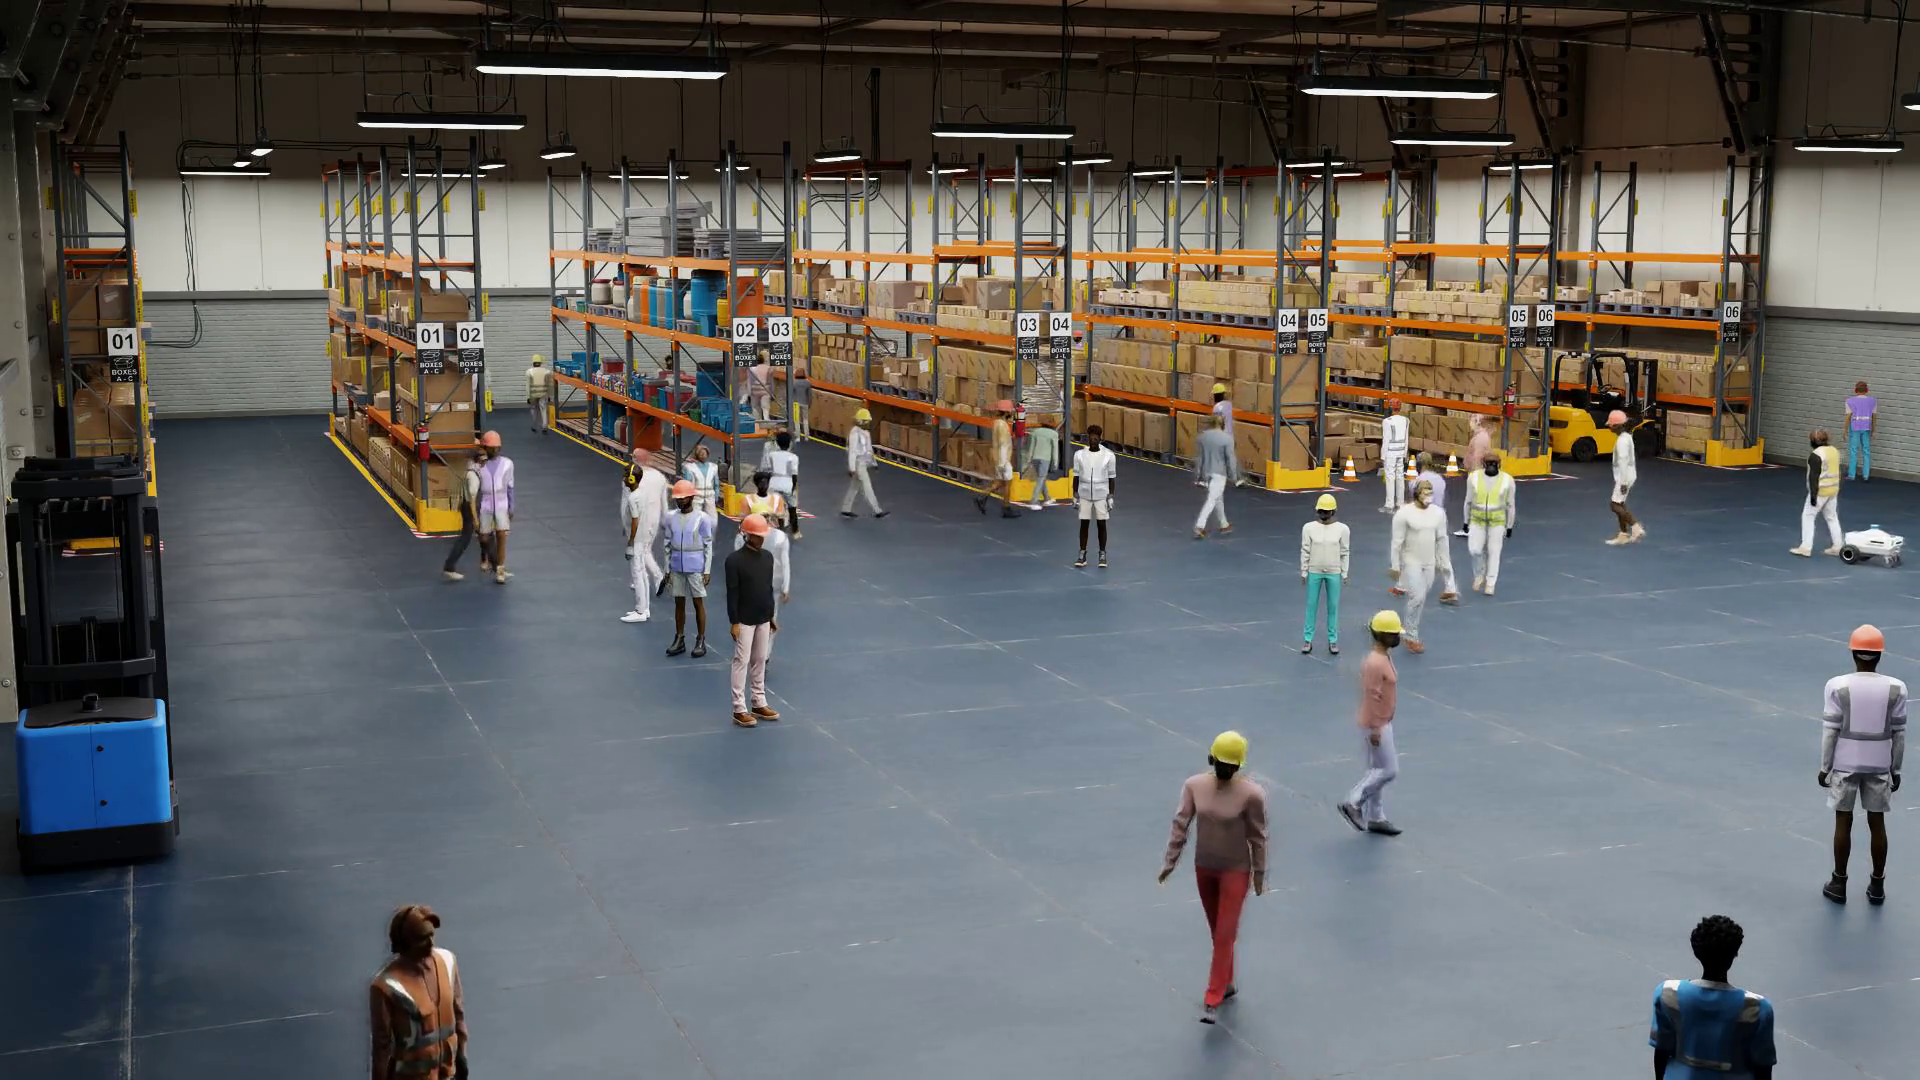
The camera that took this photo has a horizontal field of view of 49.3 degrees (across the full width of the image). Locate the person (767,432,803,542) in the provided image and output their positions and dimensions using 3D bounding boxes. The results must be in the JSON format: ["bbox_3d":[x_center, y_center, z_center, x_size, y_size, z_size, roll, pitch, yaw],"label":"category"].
[{"bbox_3d":[-2.631,-0.761,30.892,0.536,1.656,0.876,3,9,17],"label":"person"}]

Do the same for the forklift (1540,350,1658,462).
[{"bbox_3d":[12.897,-2.725,42.309,2.313,2.155,1.214,-3,9,-21],"label":"forklift"}]

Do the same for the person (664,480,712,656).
[{"bbox_3d":[-2.981,0.302,22.835,0.551,1.935,0.371,3,9,18],"label":"person"}]

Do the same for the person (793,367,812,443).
[{"bbox_3d":[-3.472,-2.928,45.386,0.516,1.631,0.325,-2,9,-16],"label":"person"}]

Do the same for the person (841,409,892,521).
[{"bbox_3d":[-1.509,-1.202,33.356,0.923,1.780,0.610,2,9,15],"label":"person"}]

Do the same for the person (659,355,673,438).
[{"bbox_3d":[-6.481,-3.206,46.550,0.512,1.851,0.705,-5,10,-29],"label":"person"}]

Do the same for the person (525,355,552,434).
[{"bbox_3d":[-9.494,-3.284,47.238,0.602,1.798,0.884,-4,9,-24],"label":"person"}]

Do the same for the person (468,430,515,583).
[{"bbox_3d":[-6.193,-0.465,27.680,0.611,2.017,0.785,-3,9,-20],"label":"person"}]

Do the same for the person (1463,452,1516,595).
[{"bbox_3d":[6.731,-0.217,26.655,0.656,1.828,0.452,3,9,21],"label":"person"}]

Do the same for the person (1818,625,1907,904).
[{"bbox_3d":[6.252,1.547,14.546,0.551,1.933,0.376,1,9,10],"label":"person"}]

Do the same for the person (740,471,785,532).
[{"bbox_3d":[-2.404,-0.013,25.786,0.549,1.669,0.658,-4,9,-26],"label":"person"}]

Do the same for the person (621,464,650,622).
[{"bbox_3d":[-3.865,0.028,24.886,0.328,1.872,0.514,1,9,6],"label":"person"}]

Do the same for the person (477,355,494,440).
[{"bbox_3d":[-10.366,-3.053,45.123,0.519,1.972,0.616,5,10,32],"label":"person"}]

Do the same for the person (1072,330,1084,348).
[{"bbox_3d":[3.117,-4.581,55.403,0.361,1.936,0.545,2,9,10],"label":"person"}]

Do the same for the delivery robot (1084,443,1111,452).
[{"bbox_3d":[2.651,-1.681,40.475,0.477,0.478,0.707,-3,9,-16],"label":"delivery robot"}]

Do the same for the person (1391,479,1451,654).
[{"bbox_3d":[5.083,0.291,22.960,0.632,1.915,0.676,-4,10,-26],"label":"person"}]

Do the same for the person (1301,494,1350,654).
[{"bbox_3d":[4.007,0.366,22.988,0.526,1.765,0.329,1,9,10],"label":"person"}]

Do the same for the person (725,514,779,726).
[{"bbox_3d":[-1.953,0.736,19.762,0.383,1.992,0.609,6,11,36],"label":"person"}]

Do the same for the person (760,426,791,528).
[{"bbox_3d":[-2.895,-0.959,32.366,0.814,1.602,0.516,-8,12,-44],"label":"person"}]

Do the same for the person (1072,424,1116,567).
[{"bbox_3d":[1.838,-0.612,28.833,0.607,1.966,0.367,2,9,12],"label":"person"}]

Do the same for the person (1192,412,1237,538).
[{"bbox_3d":[3.833,-0.988,31.620,1.012,1.895,0.646,-8,11,-42],"label":"person"}]

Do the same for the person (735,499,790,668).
[{"bbox_3d":[-2.094,0.481,22.131,0.605,1.803,0.615,-1,9,-7],"label":"person"}]

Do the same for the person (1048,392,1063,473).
[{"bbox_3d":[1.801,-2.239,40.082,0.576,1.873,0.927,1,9,7],"label":"person"}]

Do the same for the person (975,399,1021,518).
[{"bbox_3d":[0.635,-1.309,33.638,0.651,1.925,0.564,-2,9,-14],"label":"person"}]

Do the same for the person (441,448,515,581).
[{"bbox_3d":[-6.413,-0.336,27.616,0.985,1.784,0.539,1,9,7],"label":"person"}]

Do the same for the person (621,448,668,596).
[{"bbox_3d":[-3.982,-0.235,26.665,0.880,1.876,0.651,8,12,43],"label":"person"}]

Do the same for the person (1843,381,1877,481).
[{"bbox_3d":[16.520,-1.992,38.448,0.565,1.841,0.396,1,9,4],"label":"person"}]

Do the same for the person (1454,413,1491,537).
[{"bbox_3d":[7.835,-0.970,31.484,0.676,1.888,0.665,2,9,16],"label":"person"}]

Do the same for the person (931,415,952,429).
[{"bbox_3d":[-0.392,-3.188,46.394,0.588,1.848,0.880,-4,9,-25],"label":"person"}]

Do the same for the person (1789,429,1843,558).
[{"bbox_3d":[12.199,-0.652,29.654,0.811,1.805,0.480,-6,10,-35],"label":"person"}]

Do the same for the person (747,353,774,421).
[{"bbox_3d":[-4.511,-3.318,47.383,0.627,1.813,0.894,-2,9,-13],"label":"person"}]

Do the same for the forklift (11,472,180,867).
[{"bbox_3d":[-6.630,0.886,15.957,1.129,2.768,1.873,-3,9,-21],"label":"forklift"}]

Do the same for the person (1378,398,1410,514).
[{"bbox_3d":[7.084,-1.379,34.222,0.585,1.882,0.343,-6,11,-36],"label":"person"}]

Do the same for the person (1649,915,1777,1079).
[{"bbox_3d":[3.287,2.471,9.171,0.533,1.697,0.318,5,10,29],"label":"person"}]

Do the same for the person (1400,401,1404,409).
[{"bbox_3d":[10.072,-3.422,48.345,0.483,1.737,0.320,8,11,41],"label":"person"}]

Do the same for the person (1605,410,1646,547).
[{"bbox_3d":[9.662,-0.893,30.546,0.544,2.020,0.651,3,9,19],"label":"person"}]

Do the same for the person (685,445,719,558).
[{"bbox_3d":[-3.608,-0.524,29.372,0.527,1.623,0.383,-4,9,-23],"label":"person"}]

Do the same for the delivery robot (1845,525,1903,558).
[{"bbox_3d":[12.684,0.030,29.068,0.477,0.478,0.707,-8,11,-42],"label":"delivery robot"}]

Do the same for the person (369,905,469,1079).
[{"bbox_3d":[-2.523,2.440,9.655,0.761,1.611,0.523,5,10,29],"label":"person"}]

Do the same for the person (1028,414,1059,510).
[{"bbox_3d":[1.396,-1.307,34.774,0.521,1.565,0.830,7,11,39],"label":"person"}]

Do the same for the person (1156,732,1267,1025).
[{"bbox_3d":[1.482,1.976,12.353,0.550,1.719,0.823,6,10,34],"label":"person"}]

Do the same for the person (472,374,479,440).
[{"bbox_3d":[-10.393,-2.909,44.314,0.597,1.914,0.371,1,9,7],"label":"person"}]

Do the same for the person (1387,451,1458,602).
[{"bbox_3d":[5.851,-0.167,26.177,0.650,1.887,1.032,-6,11,-36],"label":"person"}]

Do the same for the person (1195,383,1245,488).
[{"bbox_3d":[4.694,-1.875,37.526,0.937,1.889,0.596,8,12,43],"label":"person"}]

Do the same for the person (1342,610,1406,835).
[{"bbox_3d":[3.234,1.402,16.075,0.381,1.755,0.543,3,9,19],"label":"person"}]

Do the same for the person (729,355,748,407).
[{"bbox_3d":[-5.343,-3.913,50.848,0.634,1.974,0.491,2,9,13],"label":"person"}]
